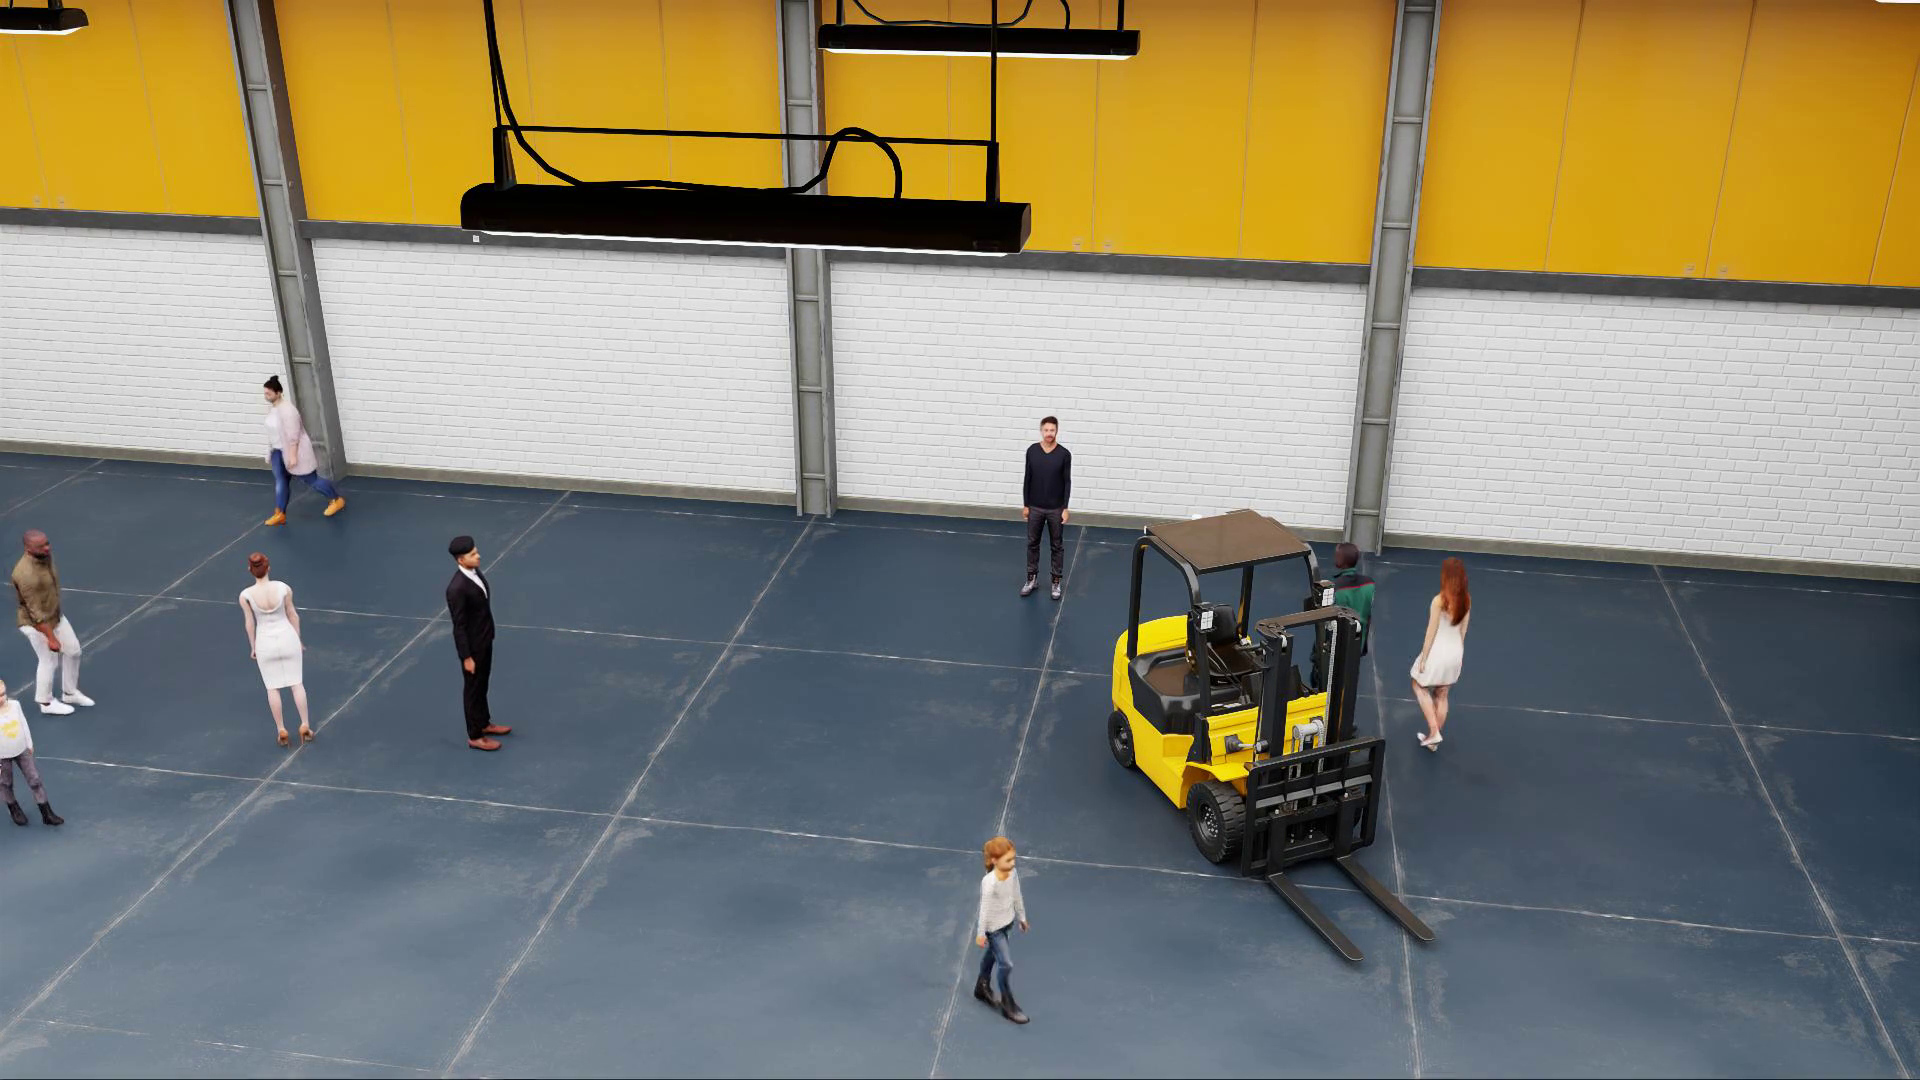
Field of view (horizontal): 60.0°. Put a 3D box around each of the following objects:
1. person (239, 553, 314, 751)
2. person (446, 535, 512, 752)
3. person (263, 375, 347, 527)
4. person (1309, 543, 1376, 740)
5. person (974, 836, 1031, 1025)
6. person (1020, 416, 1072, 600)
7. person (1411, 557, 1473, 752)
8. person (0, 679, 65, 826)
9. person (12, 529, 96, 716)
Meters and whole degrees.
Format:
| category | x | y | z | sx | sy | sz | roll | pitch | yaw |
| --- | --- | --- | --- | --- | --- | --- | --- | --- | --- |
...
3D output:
| category | x | y | z | sx | sy | sz | roll | pitch | yaw |
| --- | --- | --- | --- | --- | --- | --- | --- | --- | --- |
| person | -5.642 | 0.903 | 13.729 | 0.583 | 1.791 | 0.703 | -8 | 25 | -18 |
| person | -4.040 | 0.830 | 13.779 | 0.591 | 1.883 | 0.725 | 1 | 24 | 3 |
| person | -7.207 | -0.994 | 18.182 | 1.117 | 1.699 | 1.170 | -21 | 31 | -40 |
| person | 3.169 | 0.920 | 13.647 | 0.939 | 1.826 | 0.986 | -11 | 26 | -23 |
| person | 0.195 | 2.470 | 10.755 | 0.778 | 1.301 | 0.661 | 16 | 28 | 32 |
| person | 0.856 | -0.342 | 16.475 | 0.500 | 1.872 | 0.695 | 6 | 24 | 13 |
| person | 4.018 | 0.996 | 13.644 | 0.755 | 1.687 | 0.807 | -10 | 25 | -21 |
| person | -7.322 | 1.611 | 12.769 | 0.859 | 1.261 | 0.712 | 17 | 29 | 33 |
| person | -7.846 | 0.706 | 14.186 | 0.802 | 1.785 | 0.833 | -5 | 24 | -12 |
